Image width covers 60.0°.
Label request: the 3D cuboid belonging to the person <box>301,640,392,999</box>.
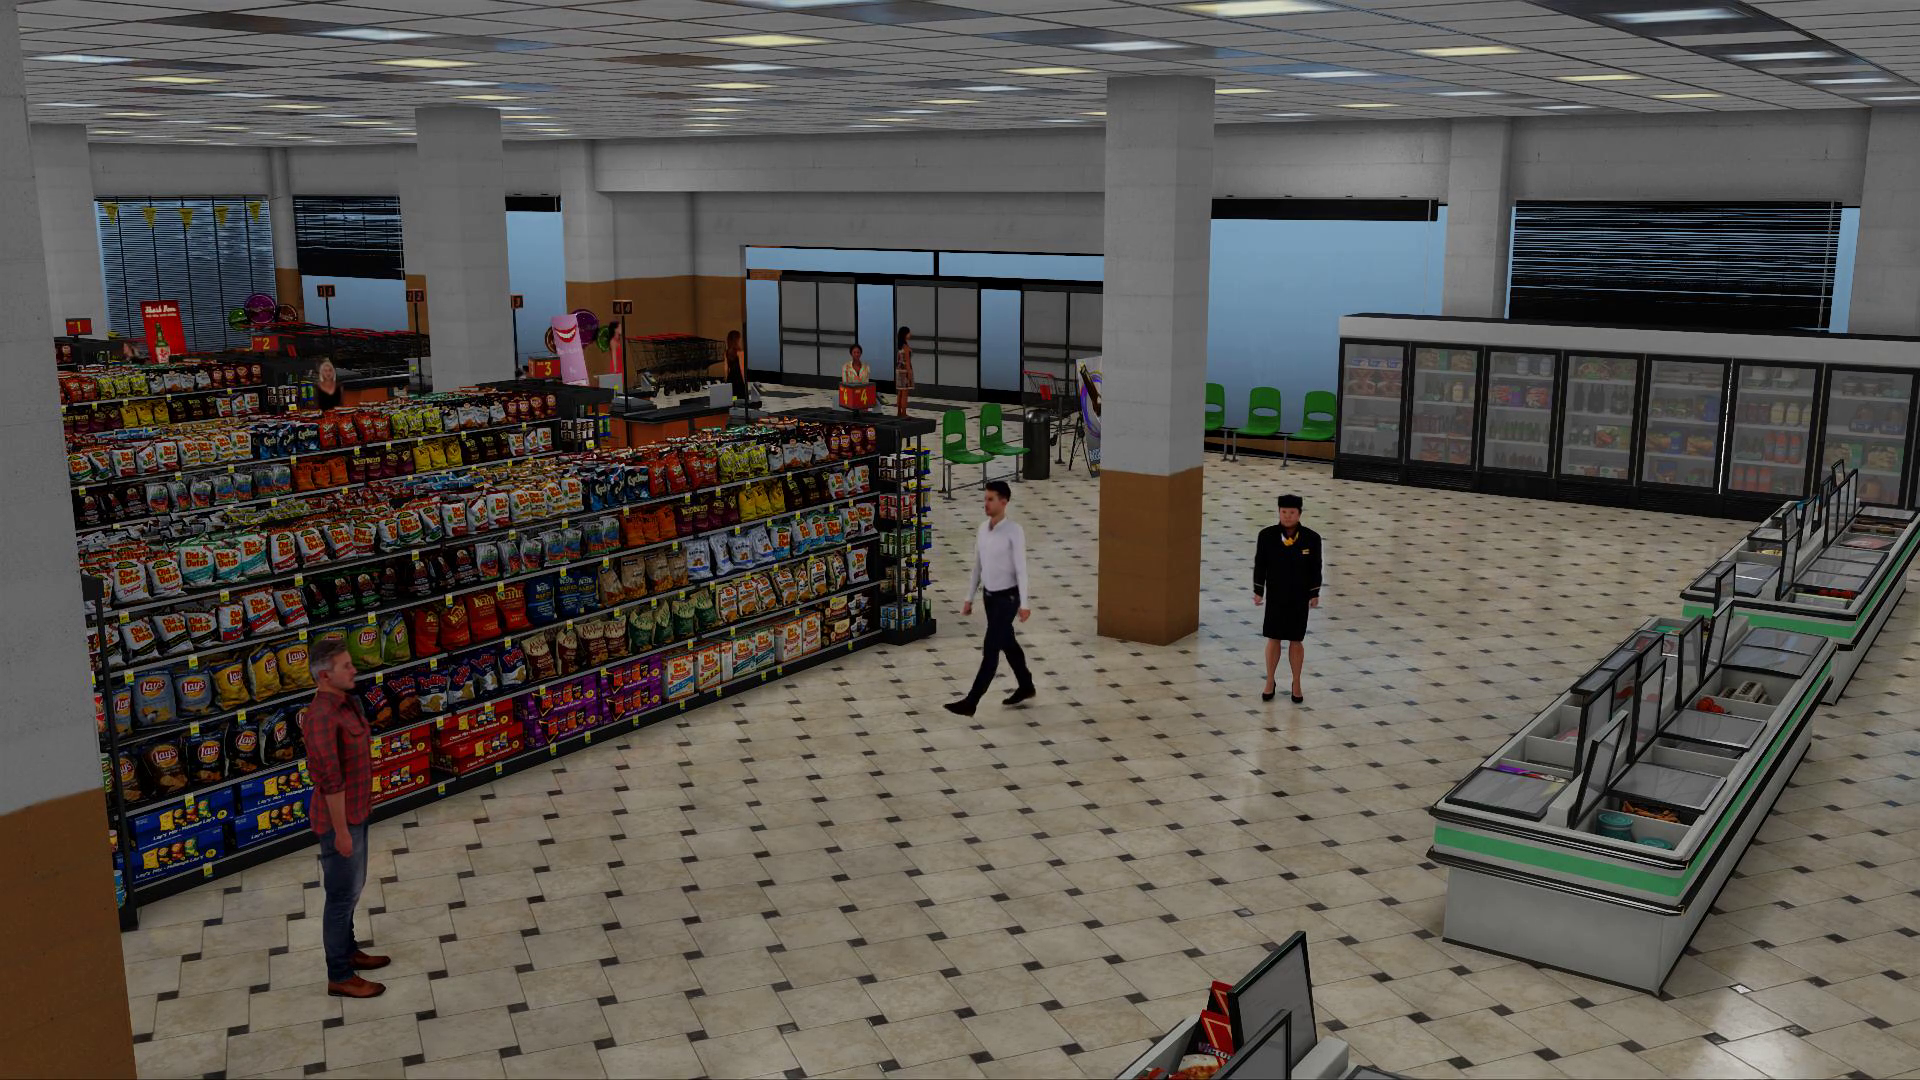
[{"bbox_3d":[-3.159,1.393,8.476,0.790,1.831,0.750,-3,12,-13],"label":"person"}]

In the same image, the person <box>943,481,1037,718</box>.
[{"bbox_3d":[0.387,0.460,12.939,1.294,1.819,0.893,-9,15,-37],"label":"person"}]

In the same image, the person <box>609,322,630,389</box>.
[{"bbox_3d":[-6.234,-3.048,29.850,0.899,1.715,0.869,-1,12,-2],"label":"person"}]

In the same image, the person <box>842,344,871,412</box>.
[{"bbox_3d":[-1.543,-2.037,24.856,0.652,1.793,0.737,-4,12,-17],"label":"person"}]

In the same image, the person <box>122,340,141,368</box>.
[{"bbox_3d":[-13.137,-2.353,26.656,1.011,1.670,0.699,-11,16,-43],"label":"person"}]

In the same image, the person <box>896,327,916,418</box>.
[{"bbox_3d":[-1.001,-2.995,29.774,0.731,1.643,0.724,-4,13,-20],"label":"person"}]

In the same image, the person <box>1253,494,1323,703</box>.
[{"bbox_3d":[2.619,0.461,13.291,0.779,1.671,0.753,3,12,15],"label":"person"}]

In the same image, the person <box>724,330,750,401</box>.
[{"bbox_3d":[-3.599,-2.445,26.693,0.576,1.834,0.511,8,15,35],"label":"person"}]

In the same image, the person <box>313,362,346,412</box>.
[{"bbox_3d":[-8.669,-1.580,22.846,0.753,1.727,0.793,-6,13,-28],"label":"person"}]
